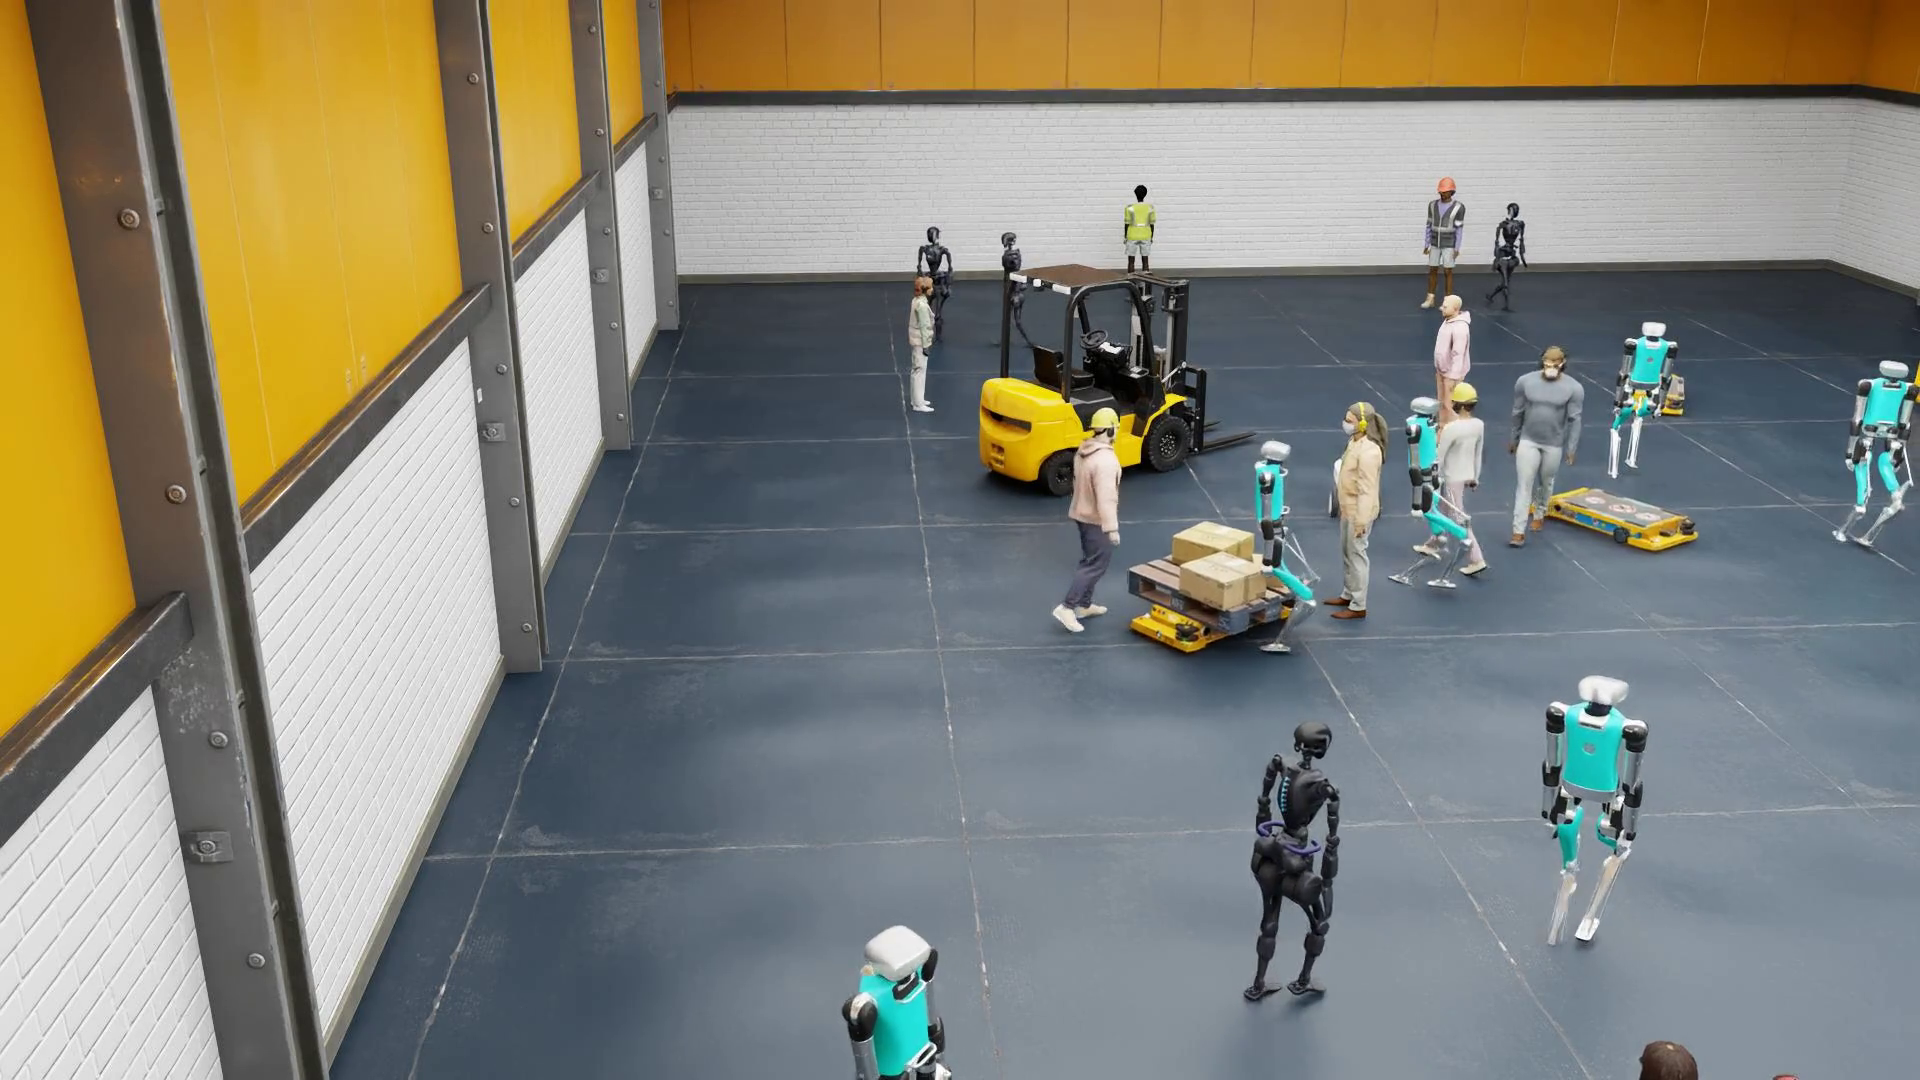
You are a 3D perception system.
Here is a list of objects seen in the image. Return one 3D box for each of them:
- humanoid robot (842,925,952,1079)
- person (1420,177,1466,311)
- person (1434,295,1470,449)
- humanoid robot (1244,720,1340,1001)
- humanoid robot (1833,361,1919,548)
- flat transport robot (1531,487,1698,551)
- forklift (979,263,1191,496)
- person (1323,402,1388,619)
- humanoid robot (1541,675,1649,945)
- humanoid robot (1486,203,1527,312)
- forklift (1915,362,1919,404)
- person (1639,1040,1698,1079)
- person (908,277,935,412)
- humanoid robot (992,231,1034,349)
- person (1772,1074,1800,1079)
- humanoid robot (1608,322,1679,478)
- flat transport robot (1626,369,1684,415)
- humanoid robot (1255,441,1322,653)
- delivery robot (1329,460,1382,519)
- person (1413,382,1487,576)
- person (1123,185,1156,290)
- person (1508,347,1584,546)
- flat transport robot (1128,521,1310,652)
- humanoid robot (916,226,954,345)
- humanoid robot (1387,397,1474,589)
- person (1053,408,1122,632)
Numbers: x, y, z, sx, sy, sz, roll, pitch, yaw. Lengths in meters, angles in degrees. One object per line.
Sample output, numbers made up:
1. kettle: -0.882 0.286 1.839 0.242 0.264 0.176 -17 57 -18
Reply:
1. humanoid robot: -0.087 2.490 6.873 0.687 1.882 0.574 14 24 33
2. person: 7.354 -4.510 25.368 0.601 2.034 0.414 17 26 39
3. person: 5.451 -1.837 18.451 0.407 1.775 0.526 -1 20 -4
4. humanoid robot: 1.774 1.717 8.919 0.426 1.643 0.605 -14 24 -33
5. humanoid robot: 8.594 -0.723 15.475 0.561 1.777 0.791 3 20 8
6. flat transport robot: 6.381 -0.227 16.245 0.659 0.231 1.431 -13 24 -31
7. forklift: 1.315 -1.764 17.646 2.313 2.155 1.214 -14 24 -33
8. person: 3.356 -0.253 13.998 0.392 1.871 0.568 0 20 -1
9. humanoid robot: 3.589 1.543 9.391 0.540 1.846 0.770 14 24 33
10. humanoid robot: 8.375 -4.352 25.525 0.601 1.651 0.747 -8 22 -22
11. forklift: 12.602 -2.435 19.475 2.313 2.155 1.214 -1 20 -4
12. person: 2.556 2.661 6.201 0.469 1.767 0.372 -5 21 -12
13. person: -0.465 -2.368 20.102 0.314 1.632 0.517 -4 20 -10
14. humanoid robot: 0.768 -3.452 23.052 0.528 1.661 0.606 -6 21 -15
15. person: 2.978 2.691 6.285 0.461 1.649 0.315 -5 21 -13
16. humanoid robot: 7.161 -1.490 17.576 0.540 1.758 0.843 5 21 12
17. flat transport robot: 8.609 -1.833 20.621 0.659 0.231 1.431 8 22 20
18. humanoid robot: 2.644 0.116 13.217 0.675 1.826 0.536 5 21 13
19. delivery robot: 3.955 -0.552 16.705 0.499 0.587 0.774 2 20 6
20. person: 4.516 -0.565 15.043 0.533 1.726 0.865 -16 25 -36
21. person: 2.890 -4.873 26.841 0.528 1.688 0.322 -3 20 -8
22. person: 5.525 -0.916 15.782 0.648 1.904 0.893 8 22 21
23. flat transport robot: 2.176 0.594 14.010 1.431 0.231 0.659 -15 25 -36
24. humanoid robot: -0.290 -3.597 23.393 0.601 1.645 0.503 11 23 27
25. humanoid robot: 4.196 -0.329 14.433 0.866 1.785 0.545 12 23 29
26. person: 1.059 -0.182 13.853 0.627 1.836 0.877 -5 21 -12
